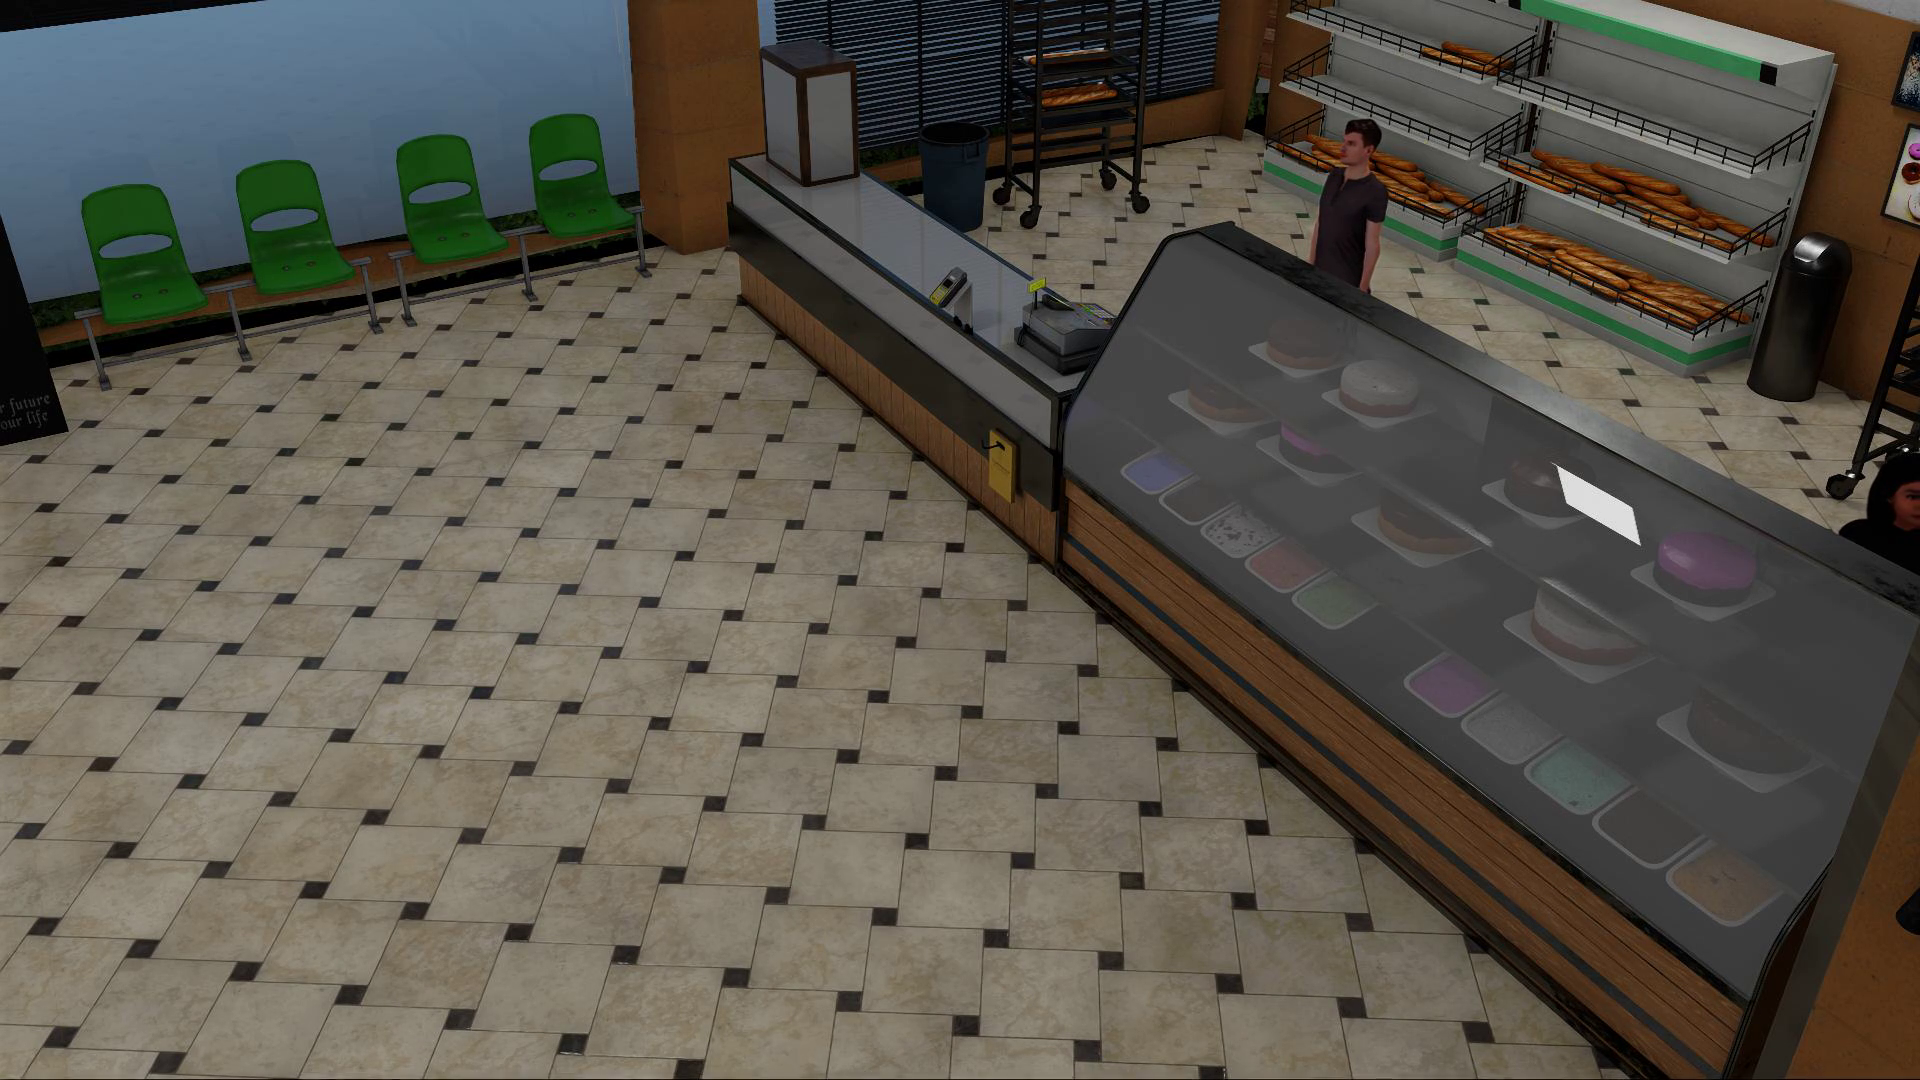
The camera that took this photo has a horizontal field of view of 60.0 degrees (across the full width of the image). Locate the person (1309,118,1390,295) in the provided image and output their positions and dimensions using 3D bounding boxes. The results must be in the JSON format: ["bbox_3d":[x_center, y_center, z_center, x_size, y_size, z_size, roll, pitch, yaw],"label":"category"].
[{"bbox_3d":[2.144,-1.458,9.334,0.523,1.853,0.631,-17,36,-25],"label":"person"}]
